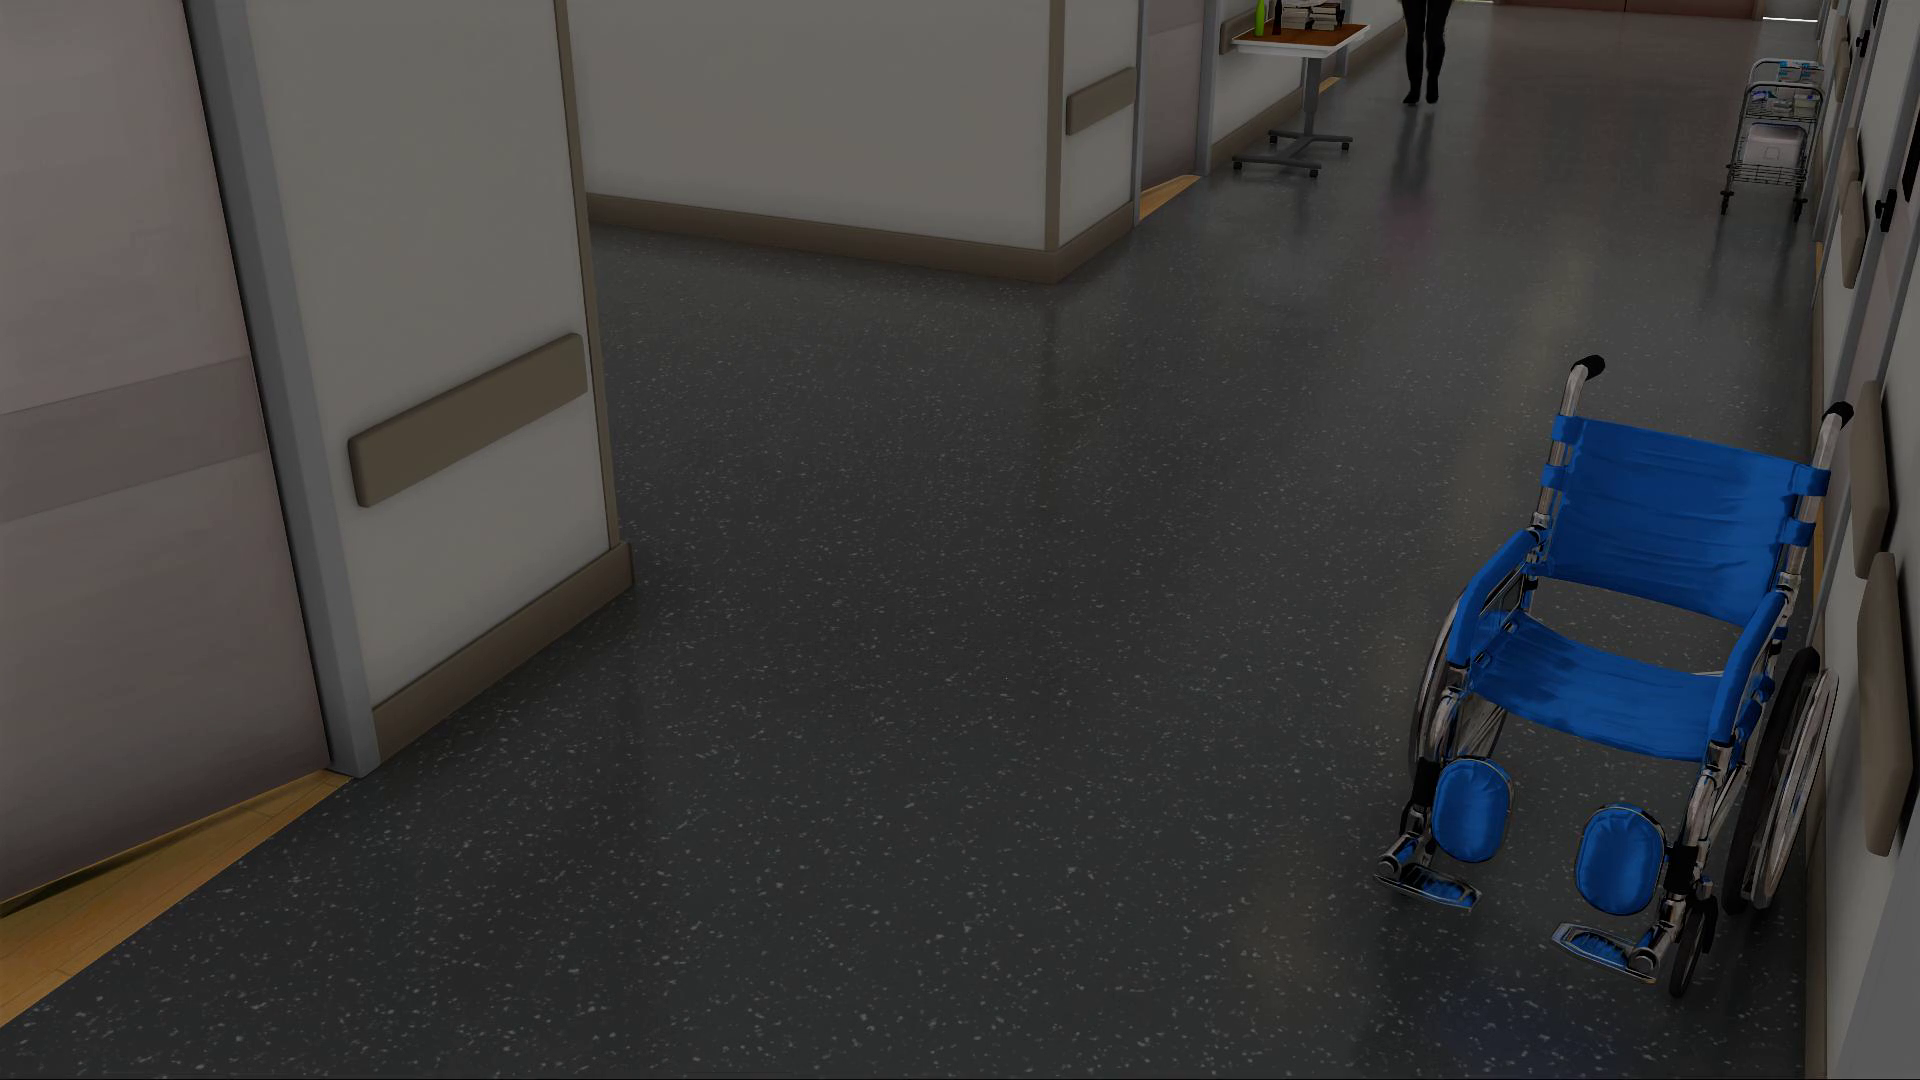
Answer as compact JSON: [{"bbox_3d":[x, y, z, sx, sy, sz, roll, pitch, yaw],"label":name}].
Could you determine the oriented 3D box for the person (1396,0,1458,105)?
[{"bbox_3d":[3.451,-4.063,12.197,0.606,1.675,0.571,13,28,24],"label":"person"}]
